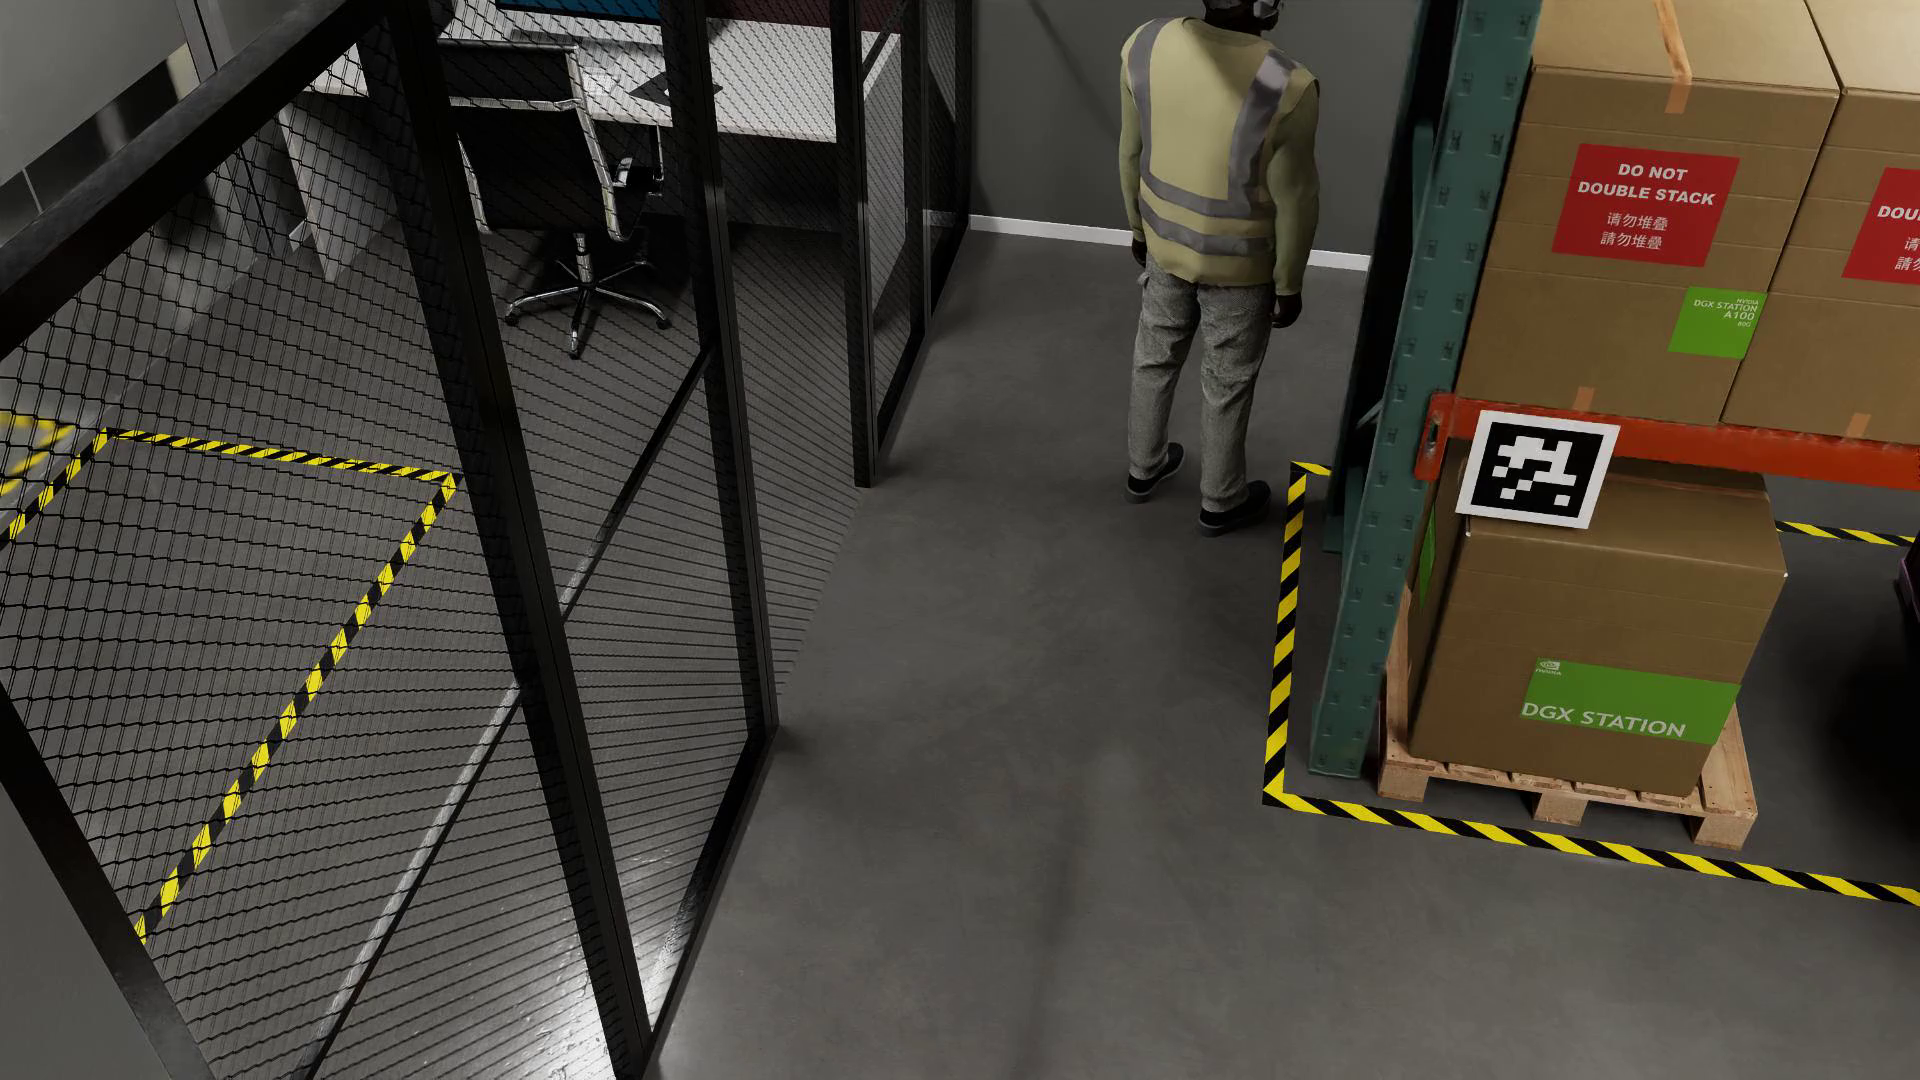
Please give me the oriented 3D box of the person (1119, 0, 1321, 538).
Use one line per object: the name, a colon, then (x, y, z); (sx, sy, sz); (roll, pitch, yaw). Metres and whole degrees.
person: (0.697, -0.814, 4.515); (0.590, 1.833, 0.404); (29, 49, 29)
